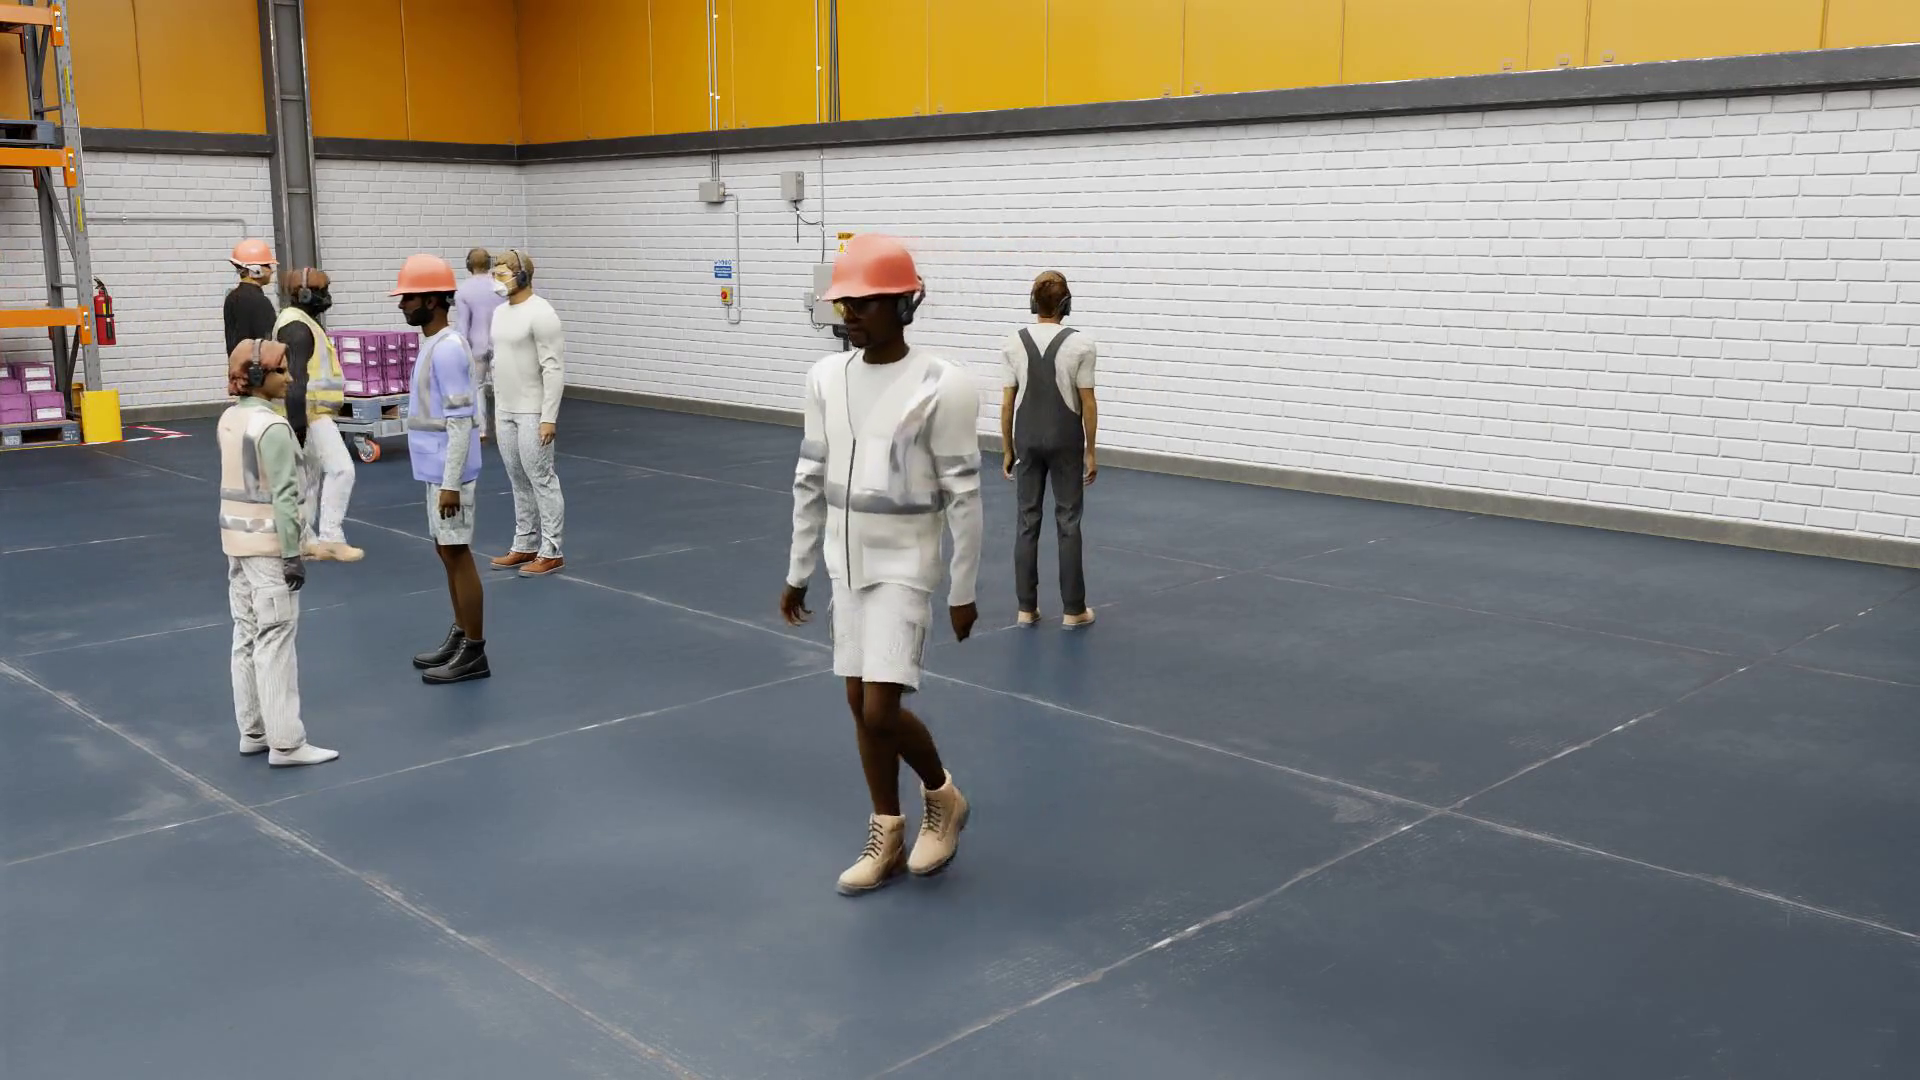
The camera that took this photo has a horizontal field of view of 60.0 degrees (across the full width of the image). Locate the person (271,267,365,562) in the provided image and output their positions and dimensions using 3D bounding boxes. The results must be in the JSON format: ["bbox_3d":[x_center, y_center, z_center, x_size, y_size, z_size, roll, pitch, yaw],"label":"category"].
[{"bbox_3d":[-3.918,-0.761,10.274,0.597,1.823,0.661,-3,11,-16],"label":"person"}]

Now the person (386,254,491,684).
[{"bbox_3d":[-2.363,-0.316,7.548,0.362,1.935,0.553,-4,11,-23],"label":"person"}]

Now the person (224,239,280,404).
[{"bbox_3d":[-4.891,-1.093,11.628,0.614,1.994,0.385,9,14,41],"label":"person"}]

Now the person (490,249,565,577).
[{"bbox_3d":[-2.593,-0.751,9.915,0.355,1.938,0.637,-10,14,-44],"label":"person"}]

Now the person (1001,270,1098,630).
[{"bbox_3d":[0.459,-0.455,8.555,0.507,1.847,0.351,4,11,19],"label":"person"}]

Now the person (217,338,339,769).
[{"bbox_3d":[-2.653,0.052,6.365,0.315,1.636,0.514,-10,14,-43],"label":"person"}]

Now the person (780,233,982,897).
[{"bbox_3d":[-0.258,0.094,5.066,0.620,2.026,0.427,9,14,40],"label":"person"}]

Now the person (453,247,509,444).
[{"bbox_3d":[-4.518,-1.847,15.963,0.635,1.918,0.709,-8,13,-36],"label":"person"}]
